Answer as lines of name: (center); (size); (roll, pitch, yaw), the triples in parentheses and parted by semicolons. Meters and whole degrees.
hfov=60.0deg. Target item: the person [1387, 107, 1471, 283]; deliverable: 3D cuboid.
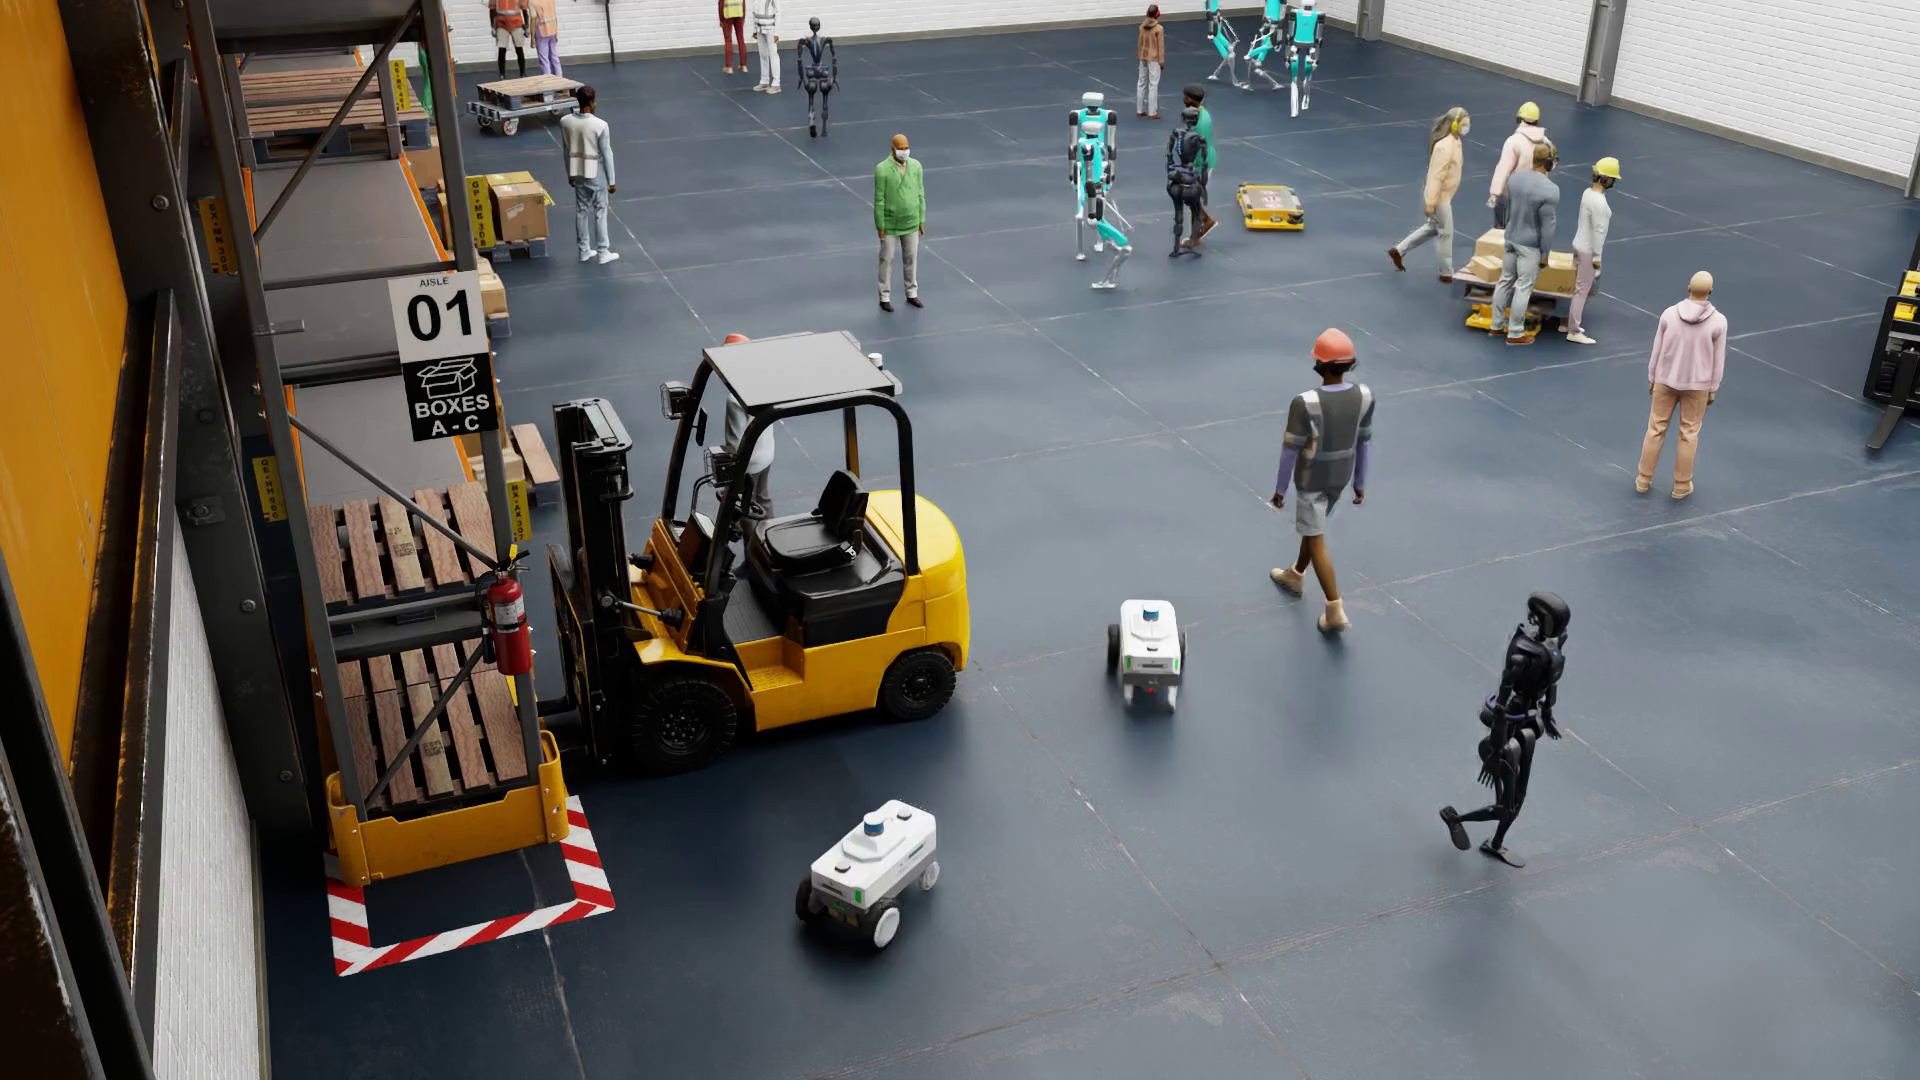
person: (5.008, -3.631, 17.466); (0.833, 1.851, 0.592); (12, 29, 23)

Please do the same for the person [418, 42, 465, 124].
person: (-7.582, -6.983, 24.142); (0.740, 1.819, 0.541); (-8, 28, -15)

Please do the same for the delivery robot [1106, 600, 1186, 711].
delivery robot: (1.173, 0.676, 10.345); (0.499, 0.614, 0.817); (1, 27, 2)

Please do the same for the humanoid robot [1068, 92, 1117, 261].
humanoid robot: (1.440, -3.930, 18.198); (0.536, 1.782, 0.848); (2, 27, 4)

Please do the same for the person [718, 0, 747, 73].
person: (-3.753, -8.618, 27.459); (0.479, 1.766, 0.380); (-12, 29, -22)

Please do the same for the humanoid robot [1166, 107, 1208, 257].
humanoid robot: (2.467, -3.925, 18.224); (0.343, 1.655, 0.590); (-22, 34, -37)

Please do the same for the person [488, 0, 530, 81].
person: (-7.128, -8.146, 26.322); (0.605, 1.950, 0.391); (-6, 27, -12)

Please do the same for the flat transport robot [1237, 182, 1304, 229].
flat transport robot: (3.715, -4.003, 19.949); (0.659, 0.231, 1.431); (2, 27, 3)

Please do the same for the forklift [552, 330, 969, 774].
forklift: (-1.094, 0.010, 9.831); (2.313, 2.155, 1.214); (-10, 28, -20)

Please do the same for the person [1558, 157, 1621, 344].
person: (5.992, -2.754, 15.805); (0.321, 1.763, 0.523); (1, 27, 3)

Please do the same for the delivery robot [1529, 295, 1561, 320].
delivery robot: (5.770, -2.508, 16.662); (0.499, 0.598, 0.802); (-5, 27, -10)

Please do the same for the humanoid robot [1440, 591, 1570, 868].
humanoid robot: (2.837, 0.949, 8.543); (0.609, 1.641, 0.421); (-23, 35, -38)

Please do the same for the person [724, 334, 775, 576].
person: (-1.472, -0.590, 11.523); (0.345, 1.740, 0.572); (8, 28, 16)

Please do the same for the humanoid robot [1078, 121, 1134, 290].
humanoid robot: (1.557, -3.338, 17.120); (0.726, 1.906, 0.541); (4, 27, 8)

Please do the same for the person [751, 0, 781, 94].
person: (-3.044, -7.971, 26.047); (0.582, 1.882, 0.349); (23, 34, 37)

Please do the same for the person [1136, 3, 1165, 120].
person: (2.786, -7.015, 24.408); (0.462, 1.648, 0.327); (23, 34, 37)

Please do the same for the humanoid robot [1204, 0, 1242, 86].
humanoid robot: (4.239, -8.096, 26.572); (0.817, 1.884, 0.571); (8, 28, 16)

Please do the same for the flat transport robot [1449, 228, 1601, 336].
flat transport robot: (5.636, -2.359, 16.680); (0.659, 0.231, 1.431); (16, 31, 29)

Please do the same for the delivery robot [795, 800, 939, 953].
delivery robot: (-0.446, 1.667, 8.374); (0.499, 0.614, 0.796); (17, 31, 30)

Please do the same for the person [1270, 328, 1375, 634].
person: (2.385, -0.395, 10.847); (0.618, 2.004, 1.008); (-10, 29, -20)

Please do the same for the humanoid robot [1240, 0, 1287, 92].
humanoid robot: (4.672, -7.800, 25.913); (1.042, 1.756, 0.554); (-12, 29, -22)

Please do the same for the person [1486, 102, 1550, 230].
person: (5.888, -3.691, 17.608); (0.793, 1.809, 0.915); (-8, 28, -16)

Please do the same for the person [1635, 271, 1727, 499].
person: (5.479, -1.166, 12.620); (0.523, 1.784, 0.401); (14, 30, 26)

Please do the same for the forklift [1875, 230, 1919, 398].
forklift: (9.029, -2.397, 14.618); (1.214, 2.155, 2.313); (18, 32, 32)

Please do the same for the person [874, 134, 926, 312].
person: (-0.605, -3.171, 16.625); (0.539, 1.776, 0.388); (-12, 29, -22)

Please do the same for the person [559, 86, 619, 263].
person: (-4.006, -3.943, 18.012); (0.595, 1.908, 0.408); (9, 28, 18)

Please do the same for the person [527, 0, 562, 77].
person: (-6.414, -7.798, 25.752); (0.378, 1.838, 0.564); (14, 30, 26)

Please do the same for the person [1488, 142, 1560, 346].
person: (5.342, -2.787, 15.695); (0.382, 1.932, 0.620); (-12, 29, -22)

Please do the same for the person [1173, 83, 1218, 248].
person: (2.650, -4.171, 18.544); (0.434, 1.834, 0.515); (-4, 27, -7)

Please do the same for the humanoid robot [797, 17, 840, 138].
humanoid robot: (-1.992, -6.468, 23.285); (0.599, 1.637, 0.496); (1, 27, 1)

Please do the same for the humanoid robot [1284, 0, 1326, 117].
humanoid robot: (5.106, -7.172, 24.655); (0.558, 1.794, 0.935); (7, 28, 14)
